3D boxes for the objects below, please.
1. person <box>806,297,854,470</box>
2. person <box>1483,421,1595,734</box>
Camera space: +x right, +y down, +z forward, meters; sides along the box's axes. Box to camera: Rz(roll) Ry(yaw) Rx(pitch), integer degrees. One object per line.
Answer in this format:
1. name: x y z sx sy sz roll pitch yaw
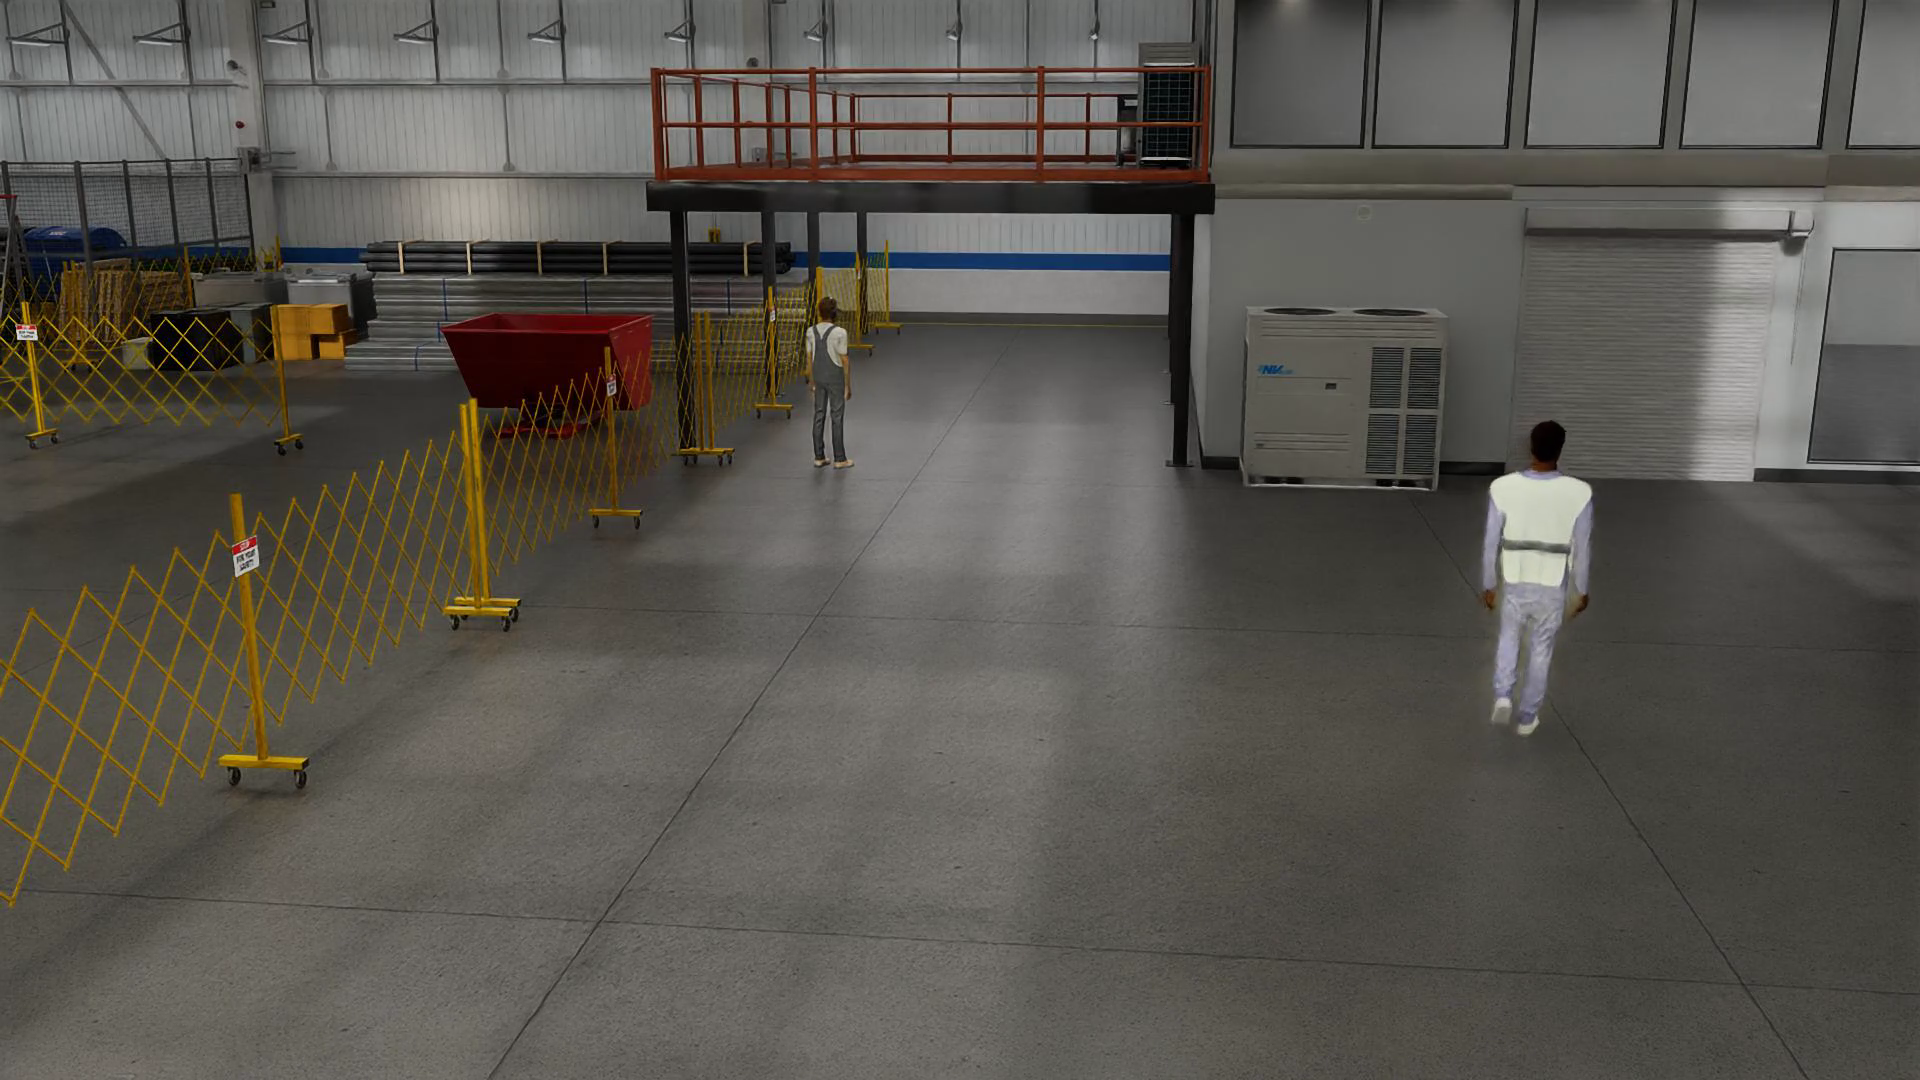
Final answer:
1. person: -1.391 -1.673 17.786 0.513 1.843 0.334 6 15 24
2. person: 3.422 0.235 9.860 0.598 1.902 0.449 7 16 28
